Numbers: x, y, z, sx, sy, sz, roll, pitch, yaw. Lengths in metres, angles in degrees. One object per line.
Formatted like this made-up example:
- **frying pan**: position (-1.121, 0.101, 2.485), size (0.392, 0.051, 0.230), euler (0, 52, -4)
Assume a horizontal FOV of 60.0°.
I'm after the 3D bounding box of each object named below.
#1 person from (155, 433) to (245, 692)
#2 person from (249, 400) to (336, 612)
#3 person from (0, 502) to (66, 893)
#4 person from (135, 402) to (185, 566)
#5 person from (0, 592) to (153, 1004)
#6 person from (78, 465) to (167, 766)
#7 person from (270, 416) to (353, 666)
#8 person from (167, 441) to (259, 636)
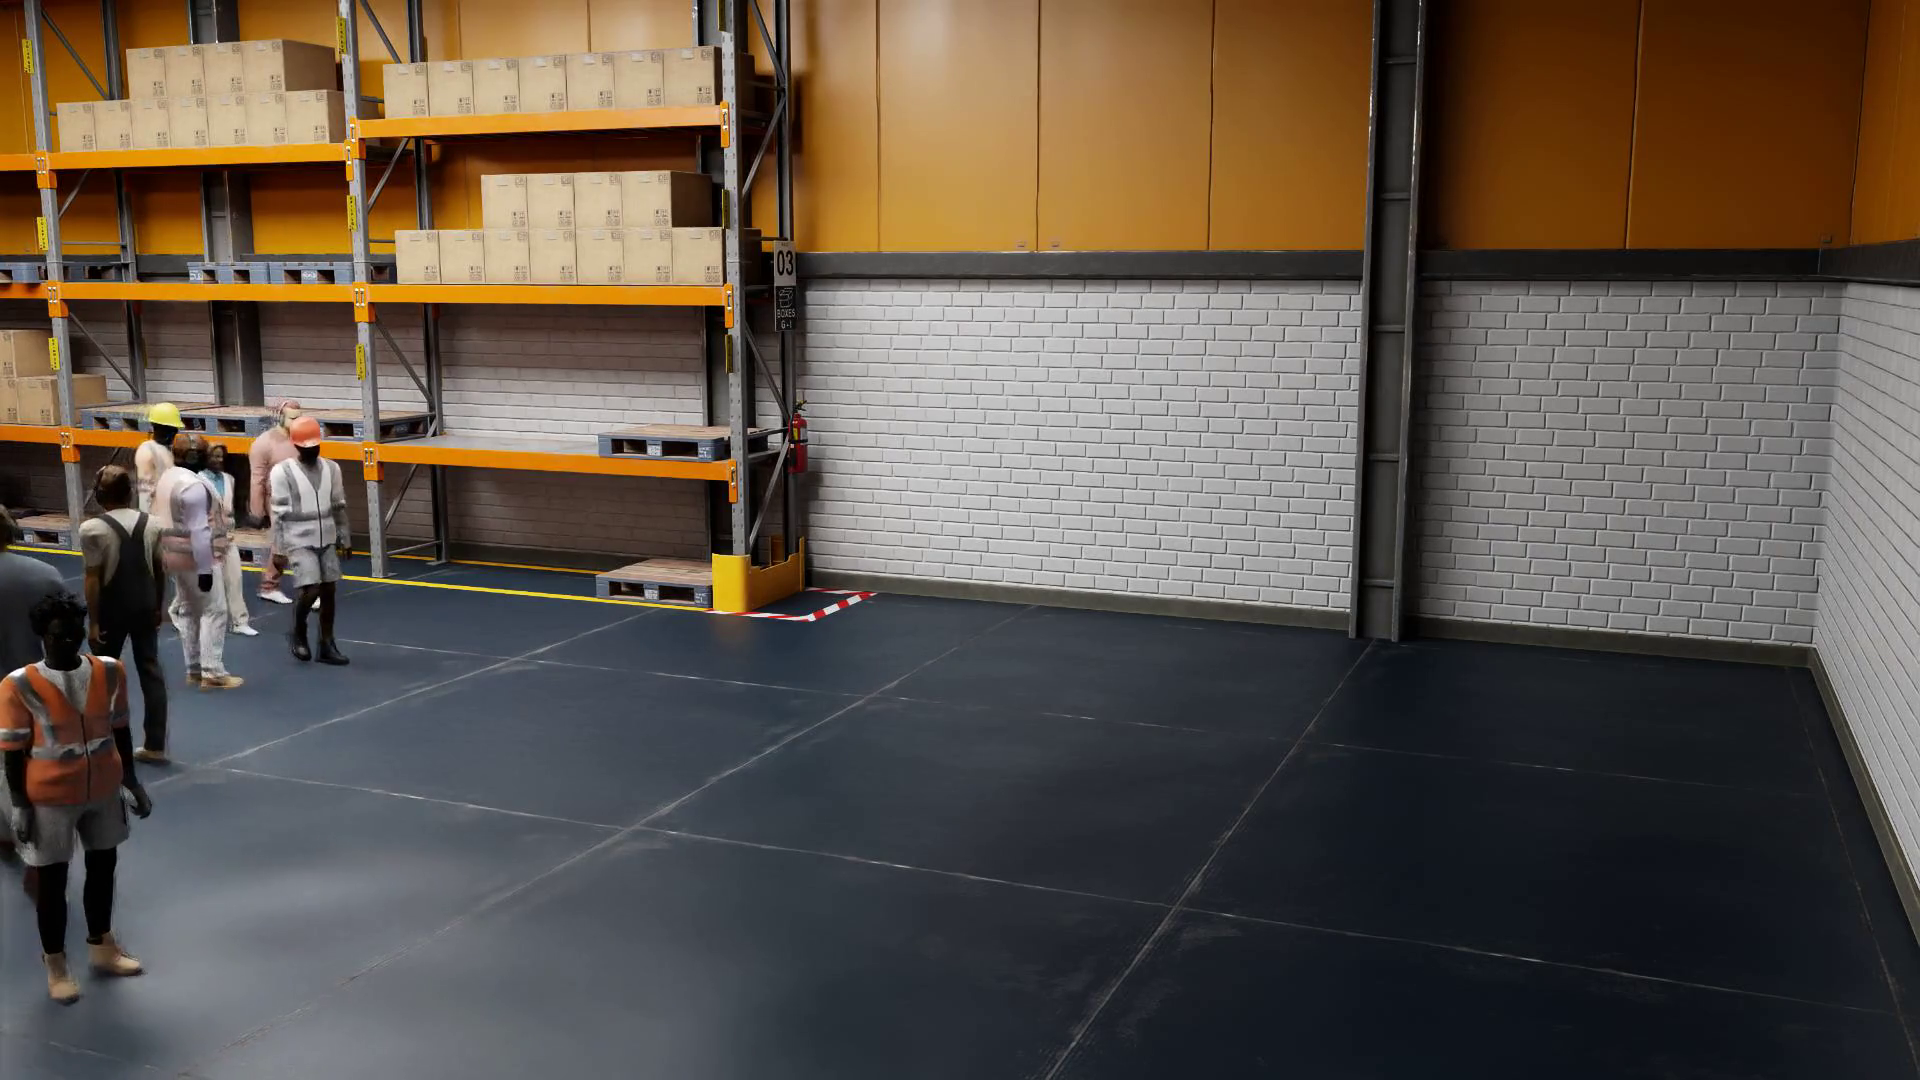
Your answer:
- **person**: position (-5.443, 0.154, 11.840), size (0.633, 1.840, 0.432), euler (9, 13, 44)
- **person**: position (-5.838, -0.301, 14.567), size (1.036, 1.843, 0.668), euler (5, 10, 26)
- **person**: position (-4.657, 0.744, 8.130), size (1.046, 1.890, 0.620), euler (8, 12, 40)
- **person**: position (-6.797, -0.228, 14.039), size (0.932, 1.881, 0.589), euler (-1, 9, -4)
- **person**: position (-3.651, 1.044, 6.889), size (0.325, 1.692, 0.577), euler (7, 12, 37)
- **person**: position (-5.146, 0.443, 10.137), size (0.893, 1.810, 0.547), euler (7, 12, 36)
- **person**: position (-4.820, 0.018, 12.419), size (0.472, 1.913, 0.646), euler (8, 12, 38)
- **person**: position (-6.134, -0.017, 13.554), size (0.786, 1.608, 0.522), euler (4, 10, 23)
